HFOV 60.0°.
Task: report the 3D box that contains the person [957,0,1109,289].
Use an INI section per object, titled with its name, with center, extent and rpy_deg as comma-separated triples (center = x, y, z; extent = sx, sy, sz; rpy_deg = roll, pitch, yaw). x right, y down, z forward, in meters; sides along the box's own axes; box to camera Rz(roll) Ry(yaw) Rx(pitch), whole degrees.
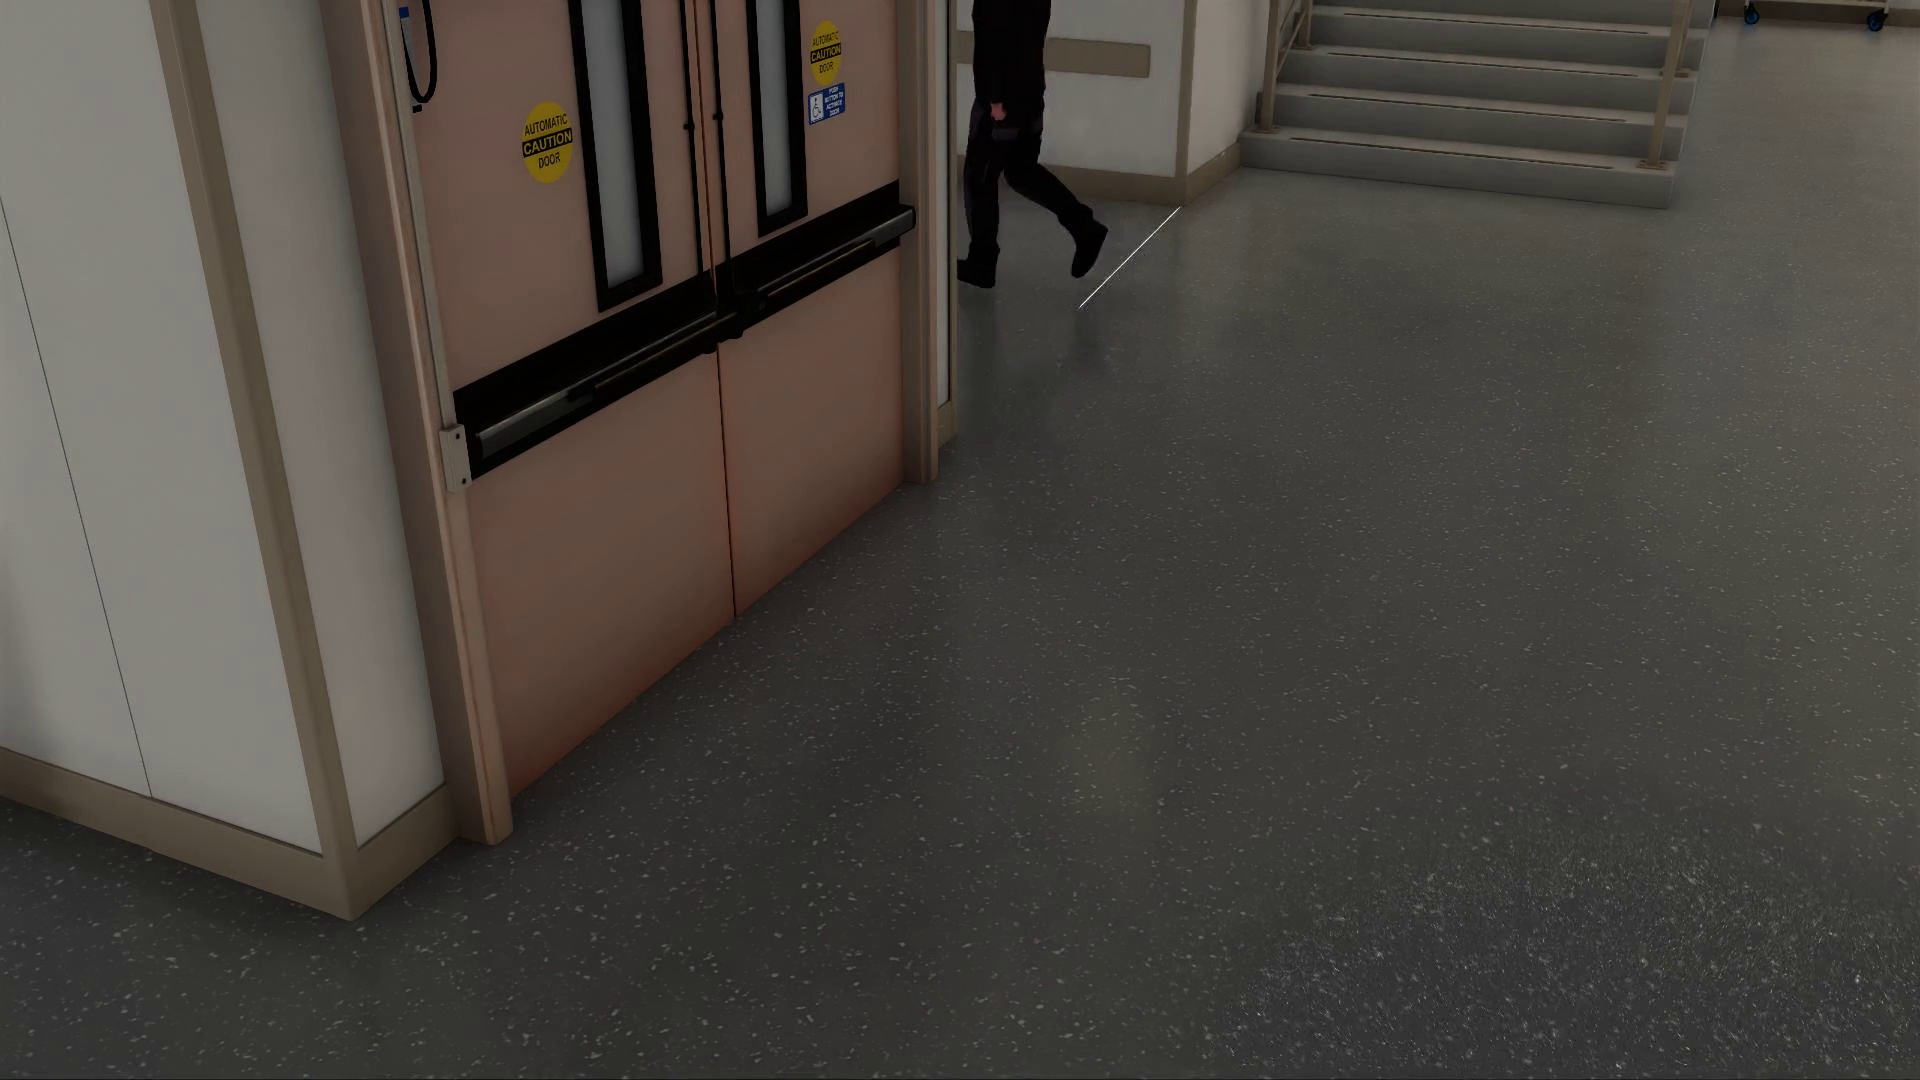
[person]
center = 0.311, -2.099, 7.885
extent = 0.814, 1.887, 1.045
rpy_deg = 14, 29, 26
